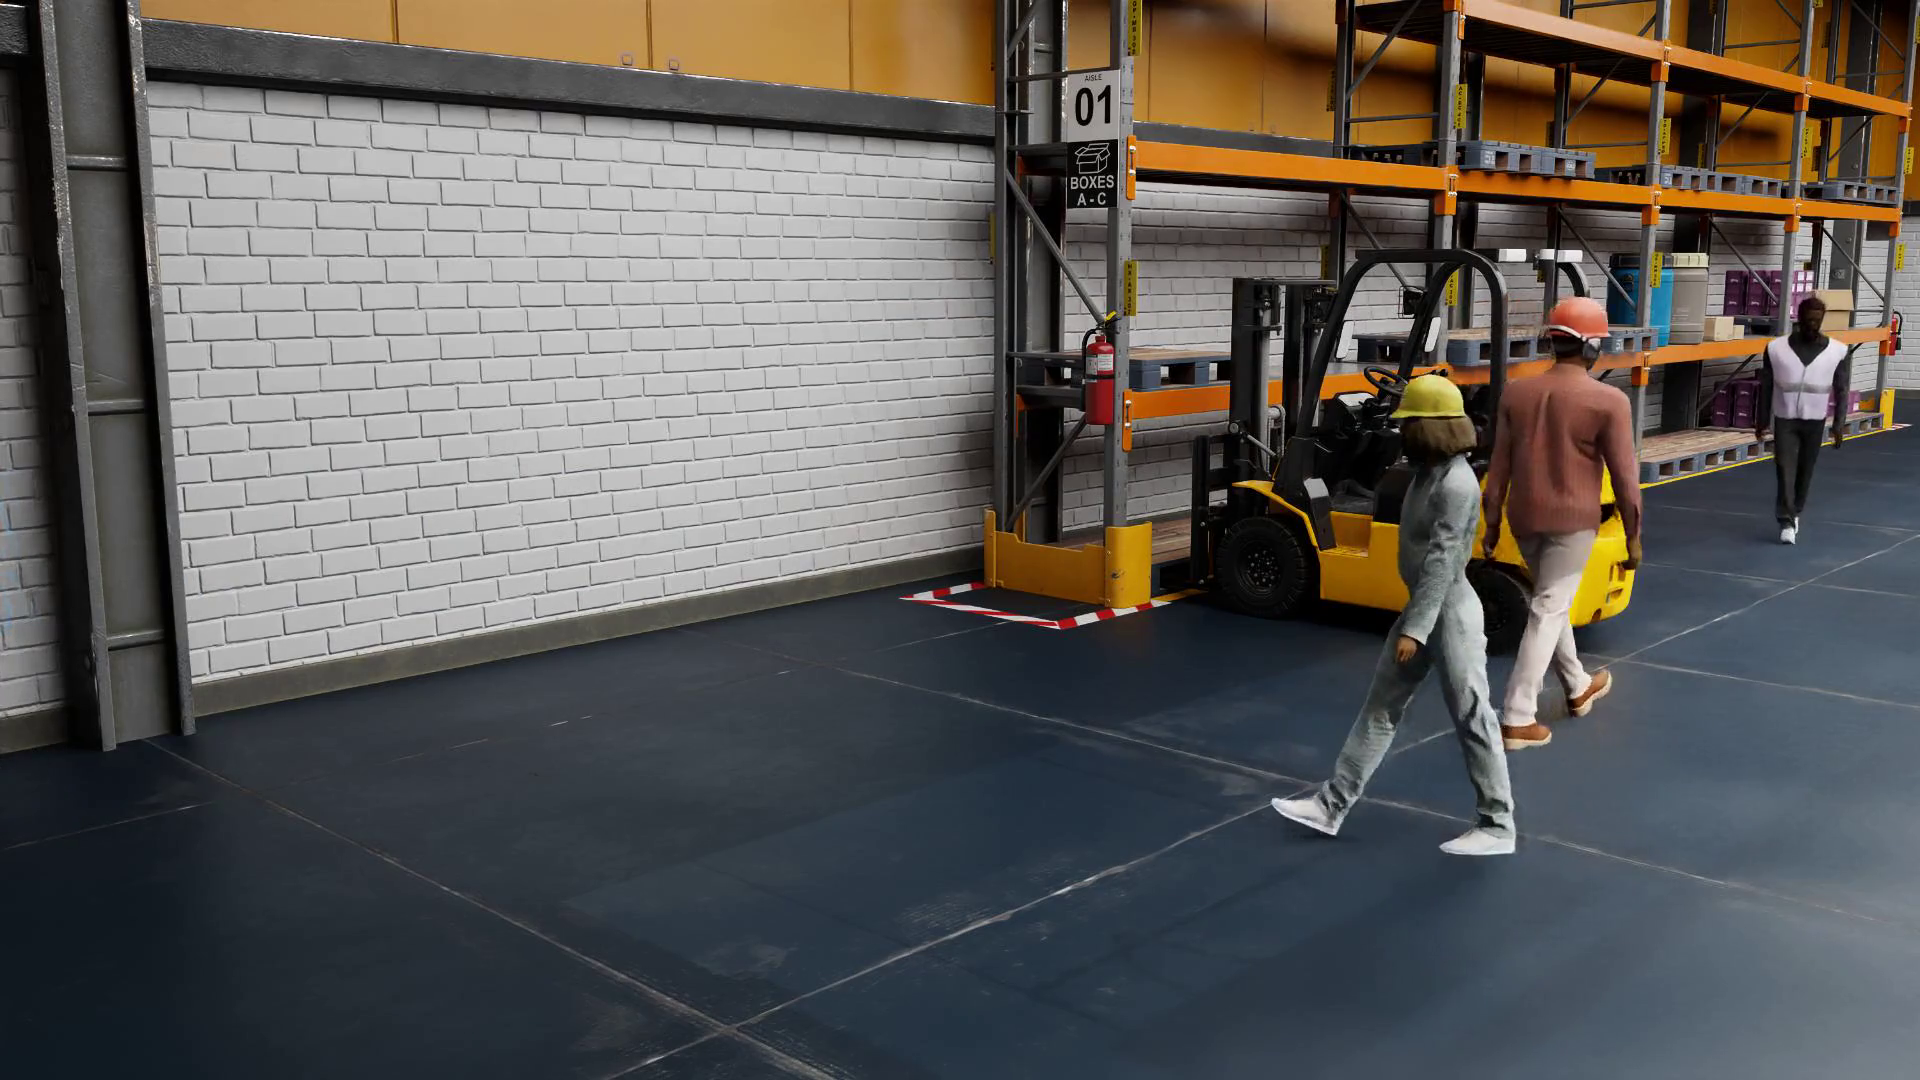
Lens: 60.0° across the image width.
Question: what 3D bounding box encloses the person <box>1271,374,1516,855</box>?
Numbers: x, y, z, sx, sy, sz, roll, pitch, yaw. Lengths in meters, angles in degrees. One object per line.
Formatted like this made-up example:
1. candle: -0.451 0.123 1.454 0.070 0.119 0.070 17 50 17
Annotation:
1. person: 1.576 0.281 5.836 0.877 1.703 0.493 -1 9 -3

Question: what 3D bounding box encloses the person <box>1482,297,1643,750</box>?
1. person: 2.702 -0.085 7.334 1.019 1.937 0.647 -7 11 -35

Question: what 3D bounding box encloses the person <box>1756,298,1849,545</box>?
1. person: 6.448 -0.920 12.748 0.601 1.863 1.051 4 10 22

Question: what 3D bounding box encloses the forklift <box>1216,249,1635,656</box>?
1. forklift: 2.710 -0.584 9.626 2.313 2.155 1.214 9 13 43
